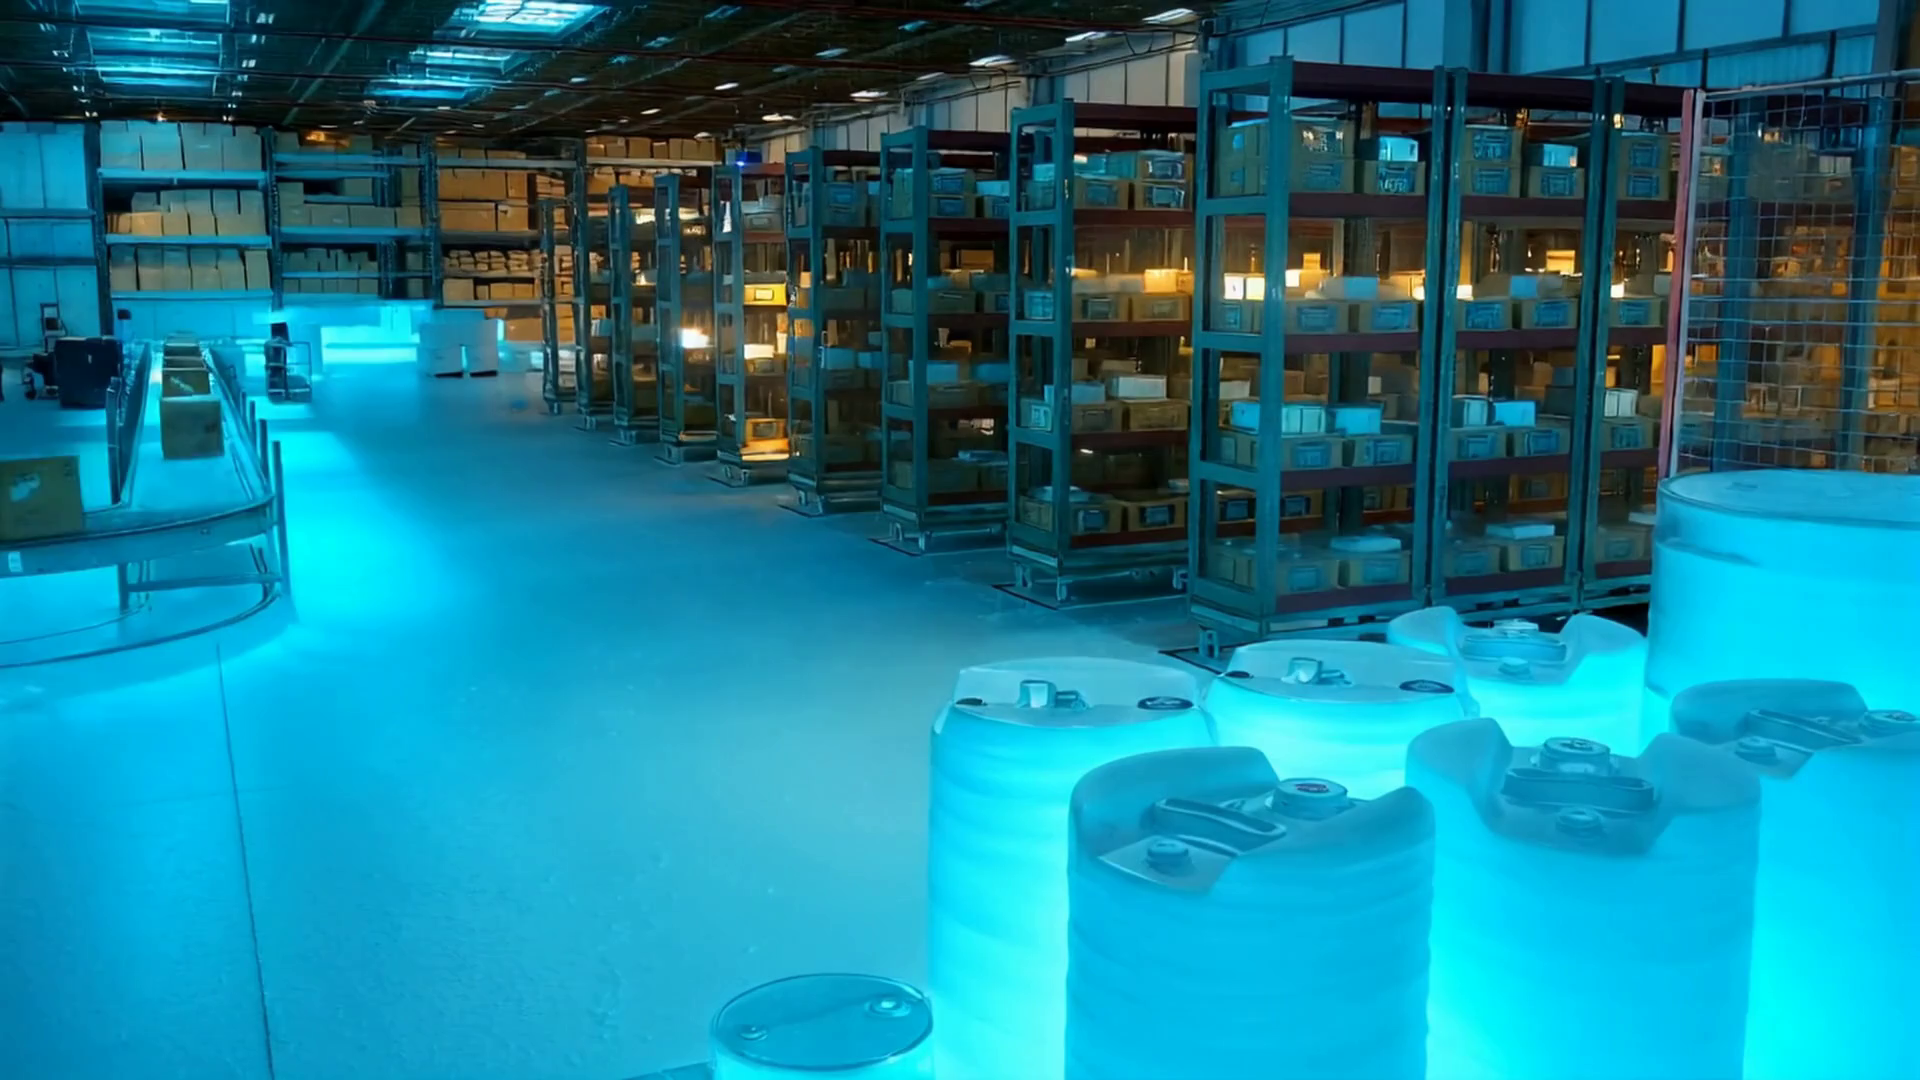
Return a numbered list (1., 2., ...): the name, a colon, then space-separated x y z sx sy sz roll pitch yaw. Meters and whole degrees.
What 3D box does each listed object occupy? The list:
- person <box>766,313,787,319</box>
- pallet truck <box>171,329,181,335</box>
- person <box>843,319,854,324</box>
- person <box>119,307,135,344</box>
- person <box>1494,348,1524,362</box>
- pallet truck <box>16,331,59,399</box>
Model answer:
1. person: -3.520 -3.731 32.455 0.674 1.842 0.814 8 12 40
2. pallet truck: -17.275 -3.851 35.096 1.601 1.201 0.680 0 9 1
3. person: -3.313 -6.370 48.620 0.647 1.901 0.938 6 11 35
4. person: -18.423 -4.330 36.807 0.501 1.633 0.280 8 12 40
5. person: 5.306 -1.113 16.186 0.563 1.847 0.388 -7 11 -37
6. pallet truck: -17.082 -3.353 31.781 1.630 1.274 0.653 -4 10 -25
